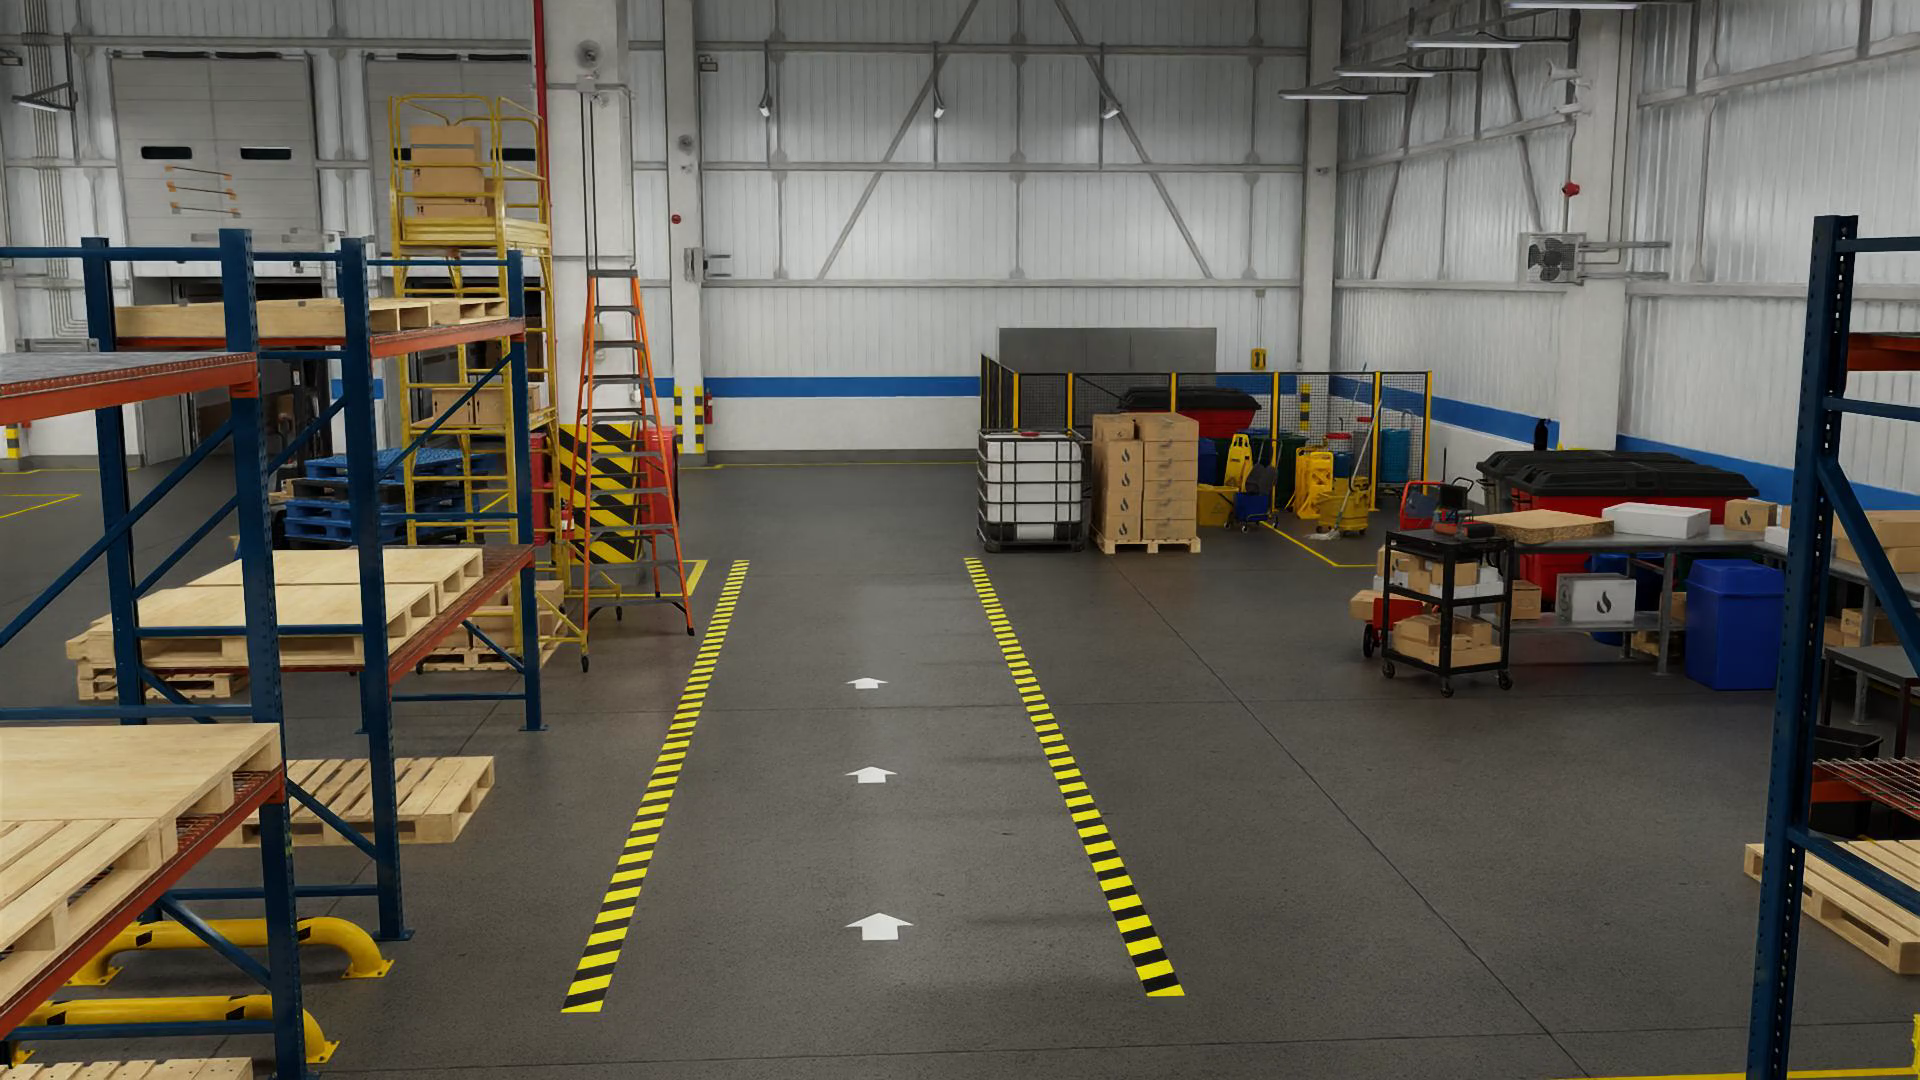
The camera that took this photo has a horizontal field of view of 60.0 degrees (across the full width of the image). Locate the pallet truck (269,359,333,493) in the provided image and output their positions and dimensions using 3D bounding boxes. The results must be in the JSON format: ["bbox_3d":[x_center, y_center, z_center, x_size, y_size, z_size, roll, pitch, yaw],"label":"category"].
[{"bbox_3d":[-7.062,-1.131,18.996,1.885,1.965,0.823,2,9,13],"label":"pallet truck"}]
